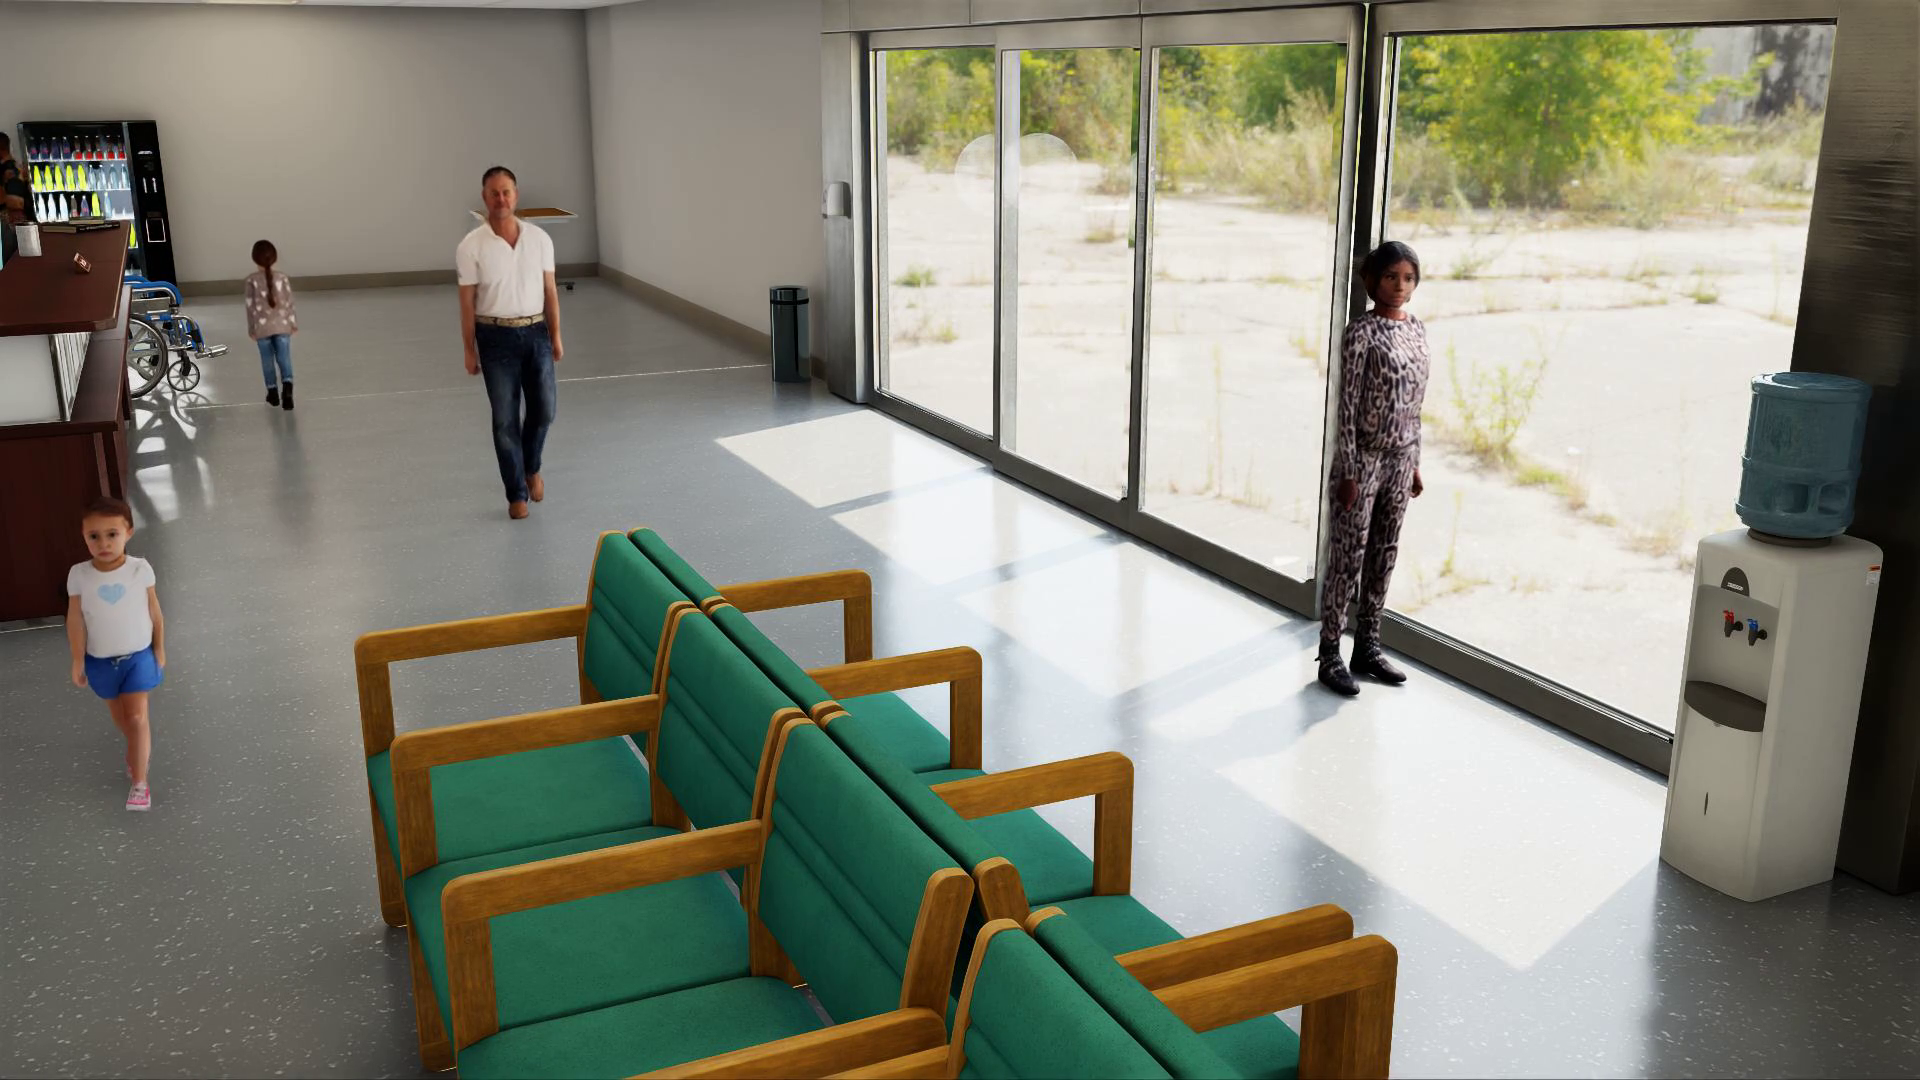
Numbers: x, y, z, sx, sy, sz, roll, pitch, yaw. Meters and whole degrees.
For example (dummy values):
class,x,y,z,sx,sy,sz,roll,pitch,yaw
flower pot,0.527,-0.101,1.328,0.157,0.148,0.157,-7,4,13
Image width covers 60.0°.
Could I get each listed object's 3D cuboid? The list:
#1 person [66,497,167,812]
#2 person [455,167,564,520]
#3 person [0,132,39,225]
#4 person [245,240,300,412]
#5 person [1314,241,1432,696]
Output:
class,x,y,z,sx,sy,sz,roll,pitch,yaw
person,-2.751,0.351,5.444,0.691,0.998,0.533,-5,17,-17
person,-2.396,-1.062,8.894,0.657,1.845,0.746,-6,17,-21
person,-8.179,-2.652,14.596,0.987,1.771,1.283,14,21,40
person,-4.799,-1.482,11.618,0.769,1.176,0.590,-8,18,-27
person,1.578,-0.274,6.343,0.479,1.714,0.637,-9,18,-28
